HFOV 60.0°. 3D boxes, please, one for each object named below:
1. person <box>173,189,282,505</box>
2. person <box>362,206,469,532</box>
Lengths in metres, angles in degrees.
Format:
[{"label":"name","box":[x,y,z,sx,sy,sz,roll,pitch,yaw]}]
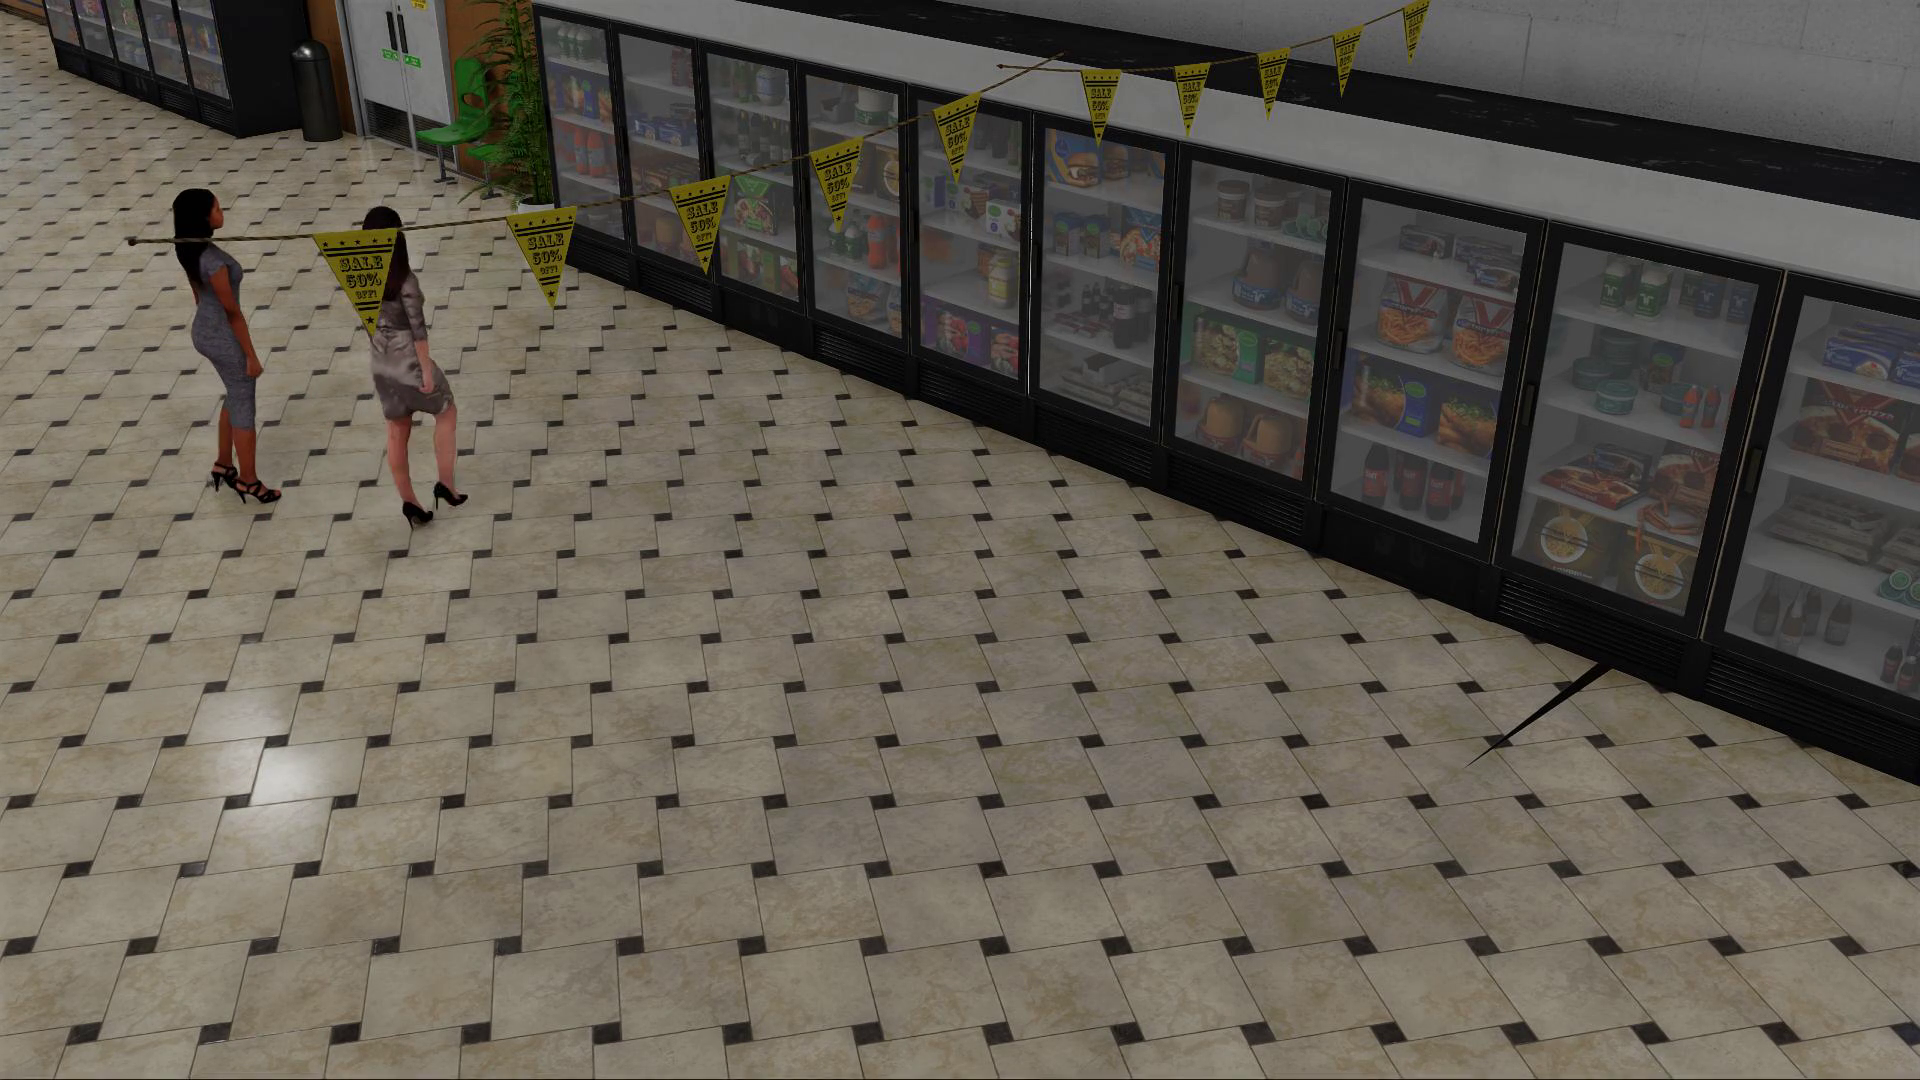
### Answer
[{"label":"person","box":[-4.008,-1.022,8.984,0.529,1.779,0.605,-24,36,-39]},{"label":"person","box":[-2.955,-0.846,8.694,0.729,1.727,0.787,10,28,18]}]
